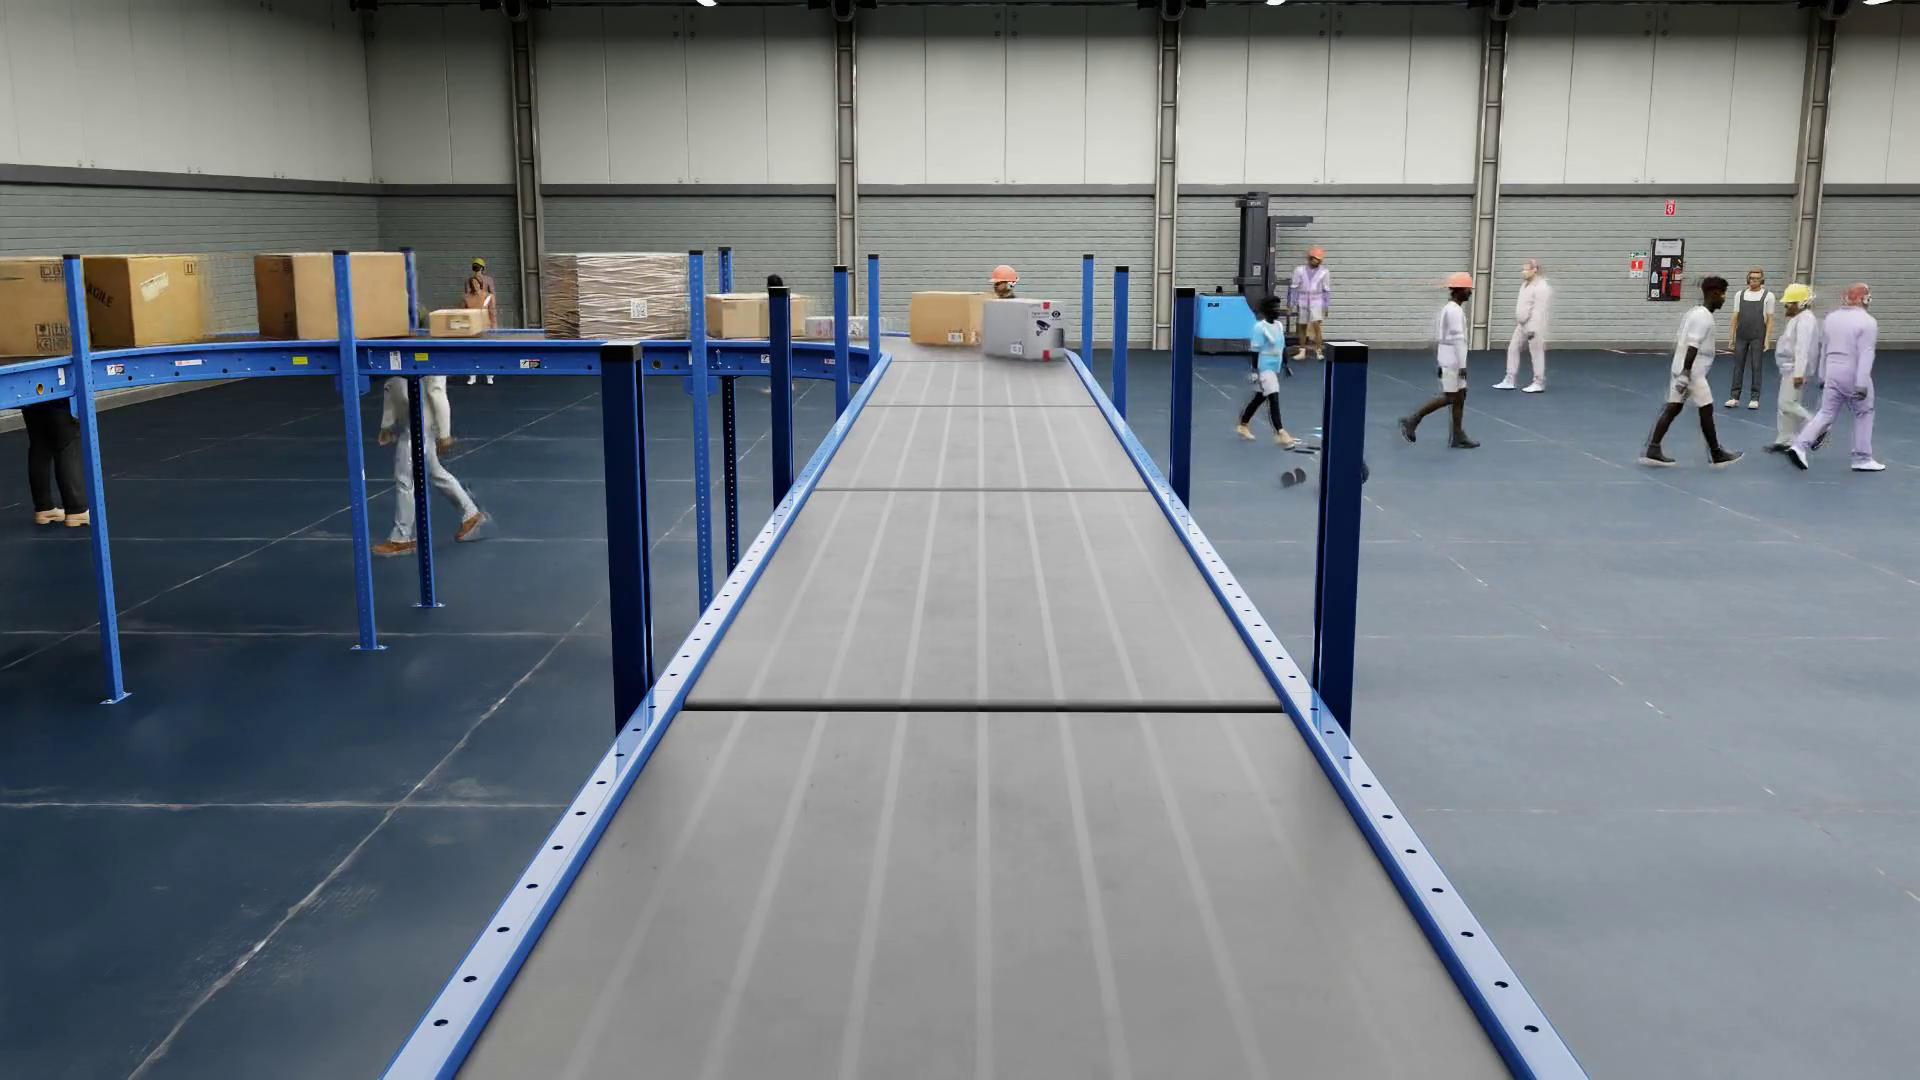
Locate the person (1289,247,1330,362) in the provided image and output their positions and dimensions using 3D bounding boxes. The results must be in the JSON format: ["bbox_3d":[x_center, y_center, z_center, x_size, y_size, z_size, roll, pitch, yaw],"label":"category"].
[{"bbox_3d":[6.100,-4.085,28.918,0.702,1.975,0.753,5,12,22],"label":"person"}]

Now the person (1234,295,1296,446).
[{"bbox_3d":[3.400,-1.895,18.461,0.863,1.655,0.537,8,14,37],"label":"person"}]

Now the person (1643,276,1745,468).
[{"bbox_3d":[7.432,-1.677,16.666,1.003,1.904,0.620,3,11,13],"label":"person"}]

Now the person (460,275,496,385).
[{"bbox_3d":[-7.212,-3.146,24.930,0.523,1.638,0.310,-2,11,-8],"label":"person"}]

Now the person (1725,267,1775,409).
[{"bbox_3d":[10.388,-2.655,21.875,0.514,1.845,0.337,9,14,40],"label":"person"}]

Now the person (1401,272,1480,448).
[{"bbox_3d":[5.278,-1.957,18.113,0.781,1.920,0.544,3,11,13],"label":"person"}]

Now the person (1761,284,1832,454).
[{"bbox_3d":[8.867,-1.792,17.530,0.546,1.805,0.614,4,12,20],"label":"person"}]

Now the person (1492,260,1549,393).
[{"bbox_3d":[8.028,-3.045,23.775,0.811,1.877,0.681,-1,11,-7],"label":"person"}]

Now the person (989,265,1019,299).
[{"bbox_3d":[0.477,-1.907,17.646,0.381,1.994,0.621,-8,13,-35],"label":"person"}]

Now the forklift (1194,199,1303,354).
[{"bbox_3d":[5.313,-4.851,30.603,1.873,2.768,1.129,0,11,1],"label":"forklift"}]

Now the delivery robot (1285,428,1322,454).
[{"bbox_3d":[3.395,-0.928,15.523,0.698,0.223,0.335,7,13,33],"label":"delivery robot"}]

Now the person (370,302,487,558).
[{"bbox_3d":[-4.030,-0.871,12.568,0.979,1.906,0.624,-10,15,-41],"label":"person"}]

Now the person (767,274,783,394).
[{"bbox_3d":[-2.612,-2.939,23.722,0.317,1.696,0.540,0,11,2],"label":"person"}]

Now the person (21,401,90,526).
[{"bbox_3d":[-7.403,-1.128,13.635,0.684,2.000,0.535,5,12,23],"label":"person"}]

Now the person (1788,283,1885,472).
[{"bbox_3d":[8.741,-1.610,16.490,0.912,1.865,0.657,-3,11,-14],"label":"person"}]

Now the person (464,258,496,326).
[{"bbox_3d":[-8.605,-4.168,29.877,0.524,1.759,0.328,-2,11,-10],"label":"person"}]
